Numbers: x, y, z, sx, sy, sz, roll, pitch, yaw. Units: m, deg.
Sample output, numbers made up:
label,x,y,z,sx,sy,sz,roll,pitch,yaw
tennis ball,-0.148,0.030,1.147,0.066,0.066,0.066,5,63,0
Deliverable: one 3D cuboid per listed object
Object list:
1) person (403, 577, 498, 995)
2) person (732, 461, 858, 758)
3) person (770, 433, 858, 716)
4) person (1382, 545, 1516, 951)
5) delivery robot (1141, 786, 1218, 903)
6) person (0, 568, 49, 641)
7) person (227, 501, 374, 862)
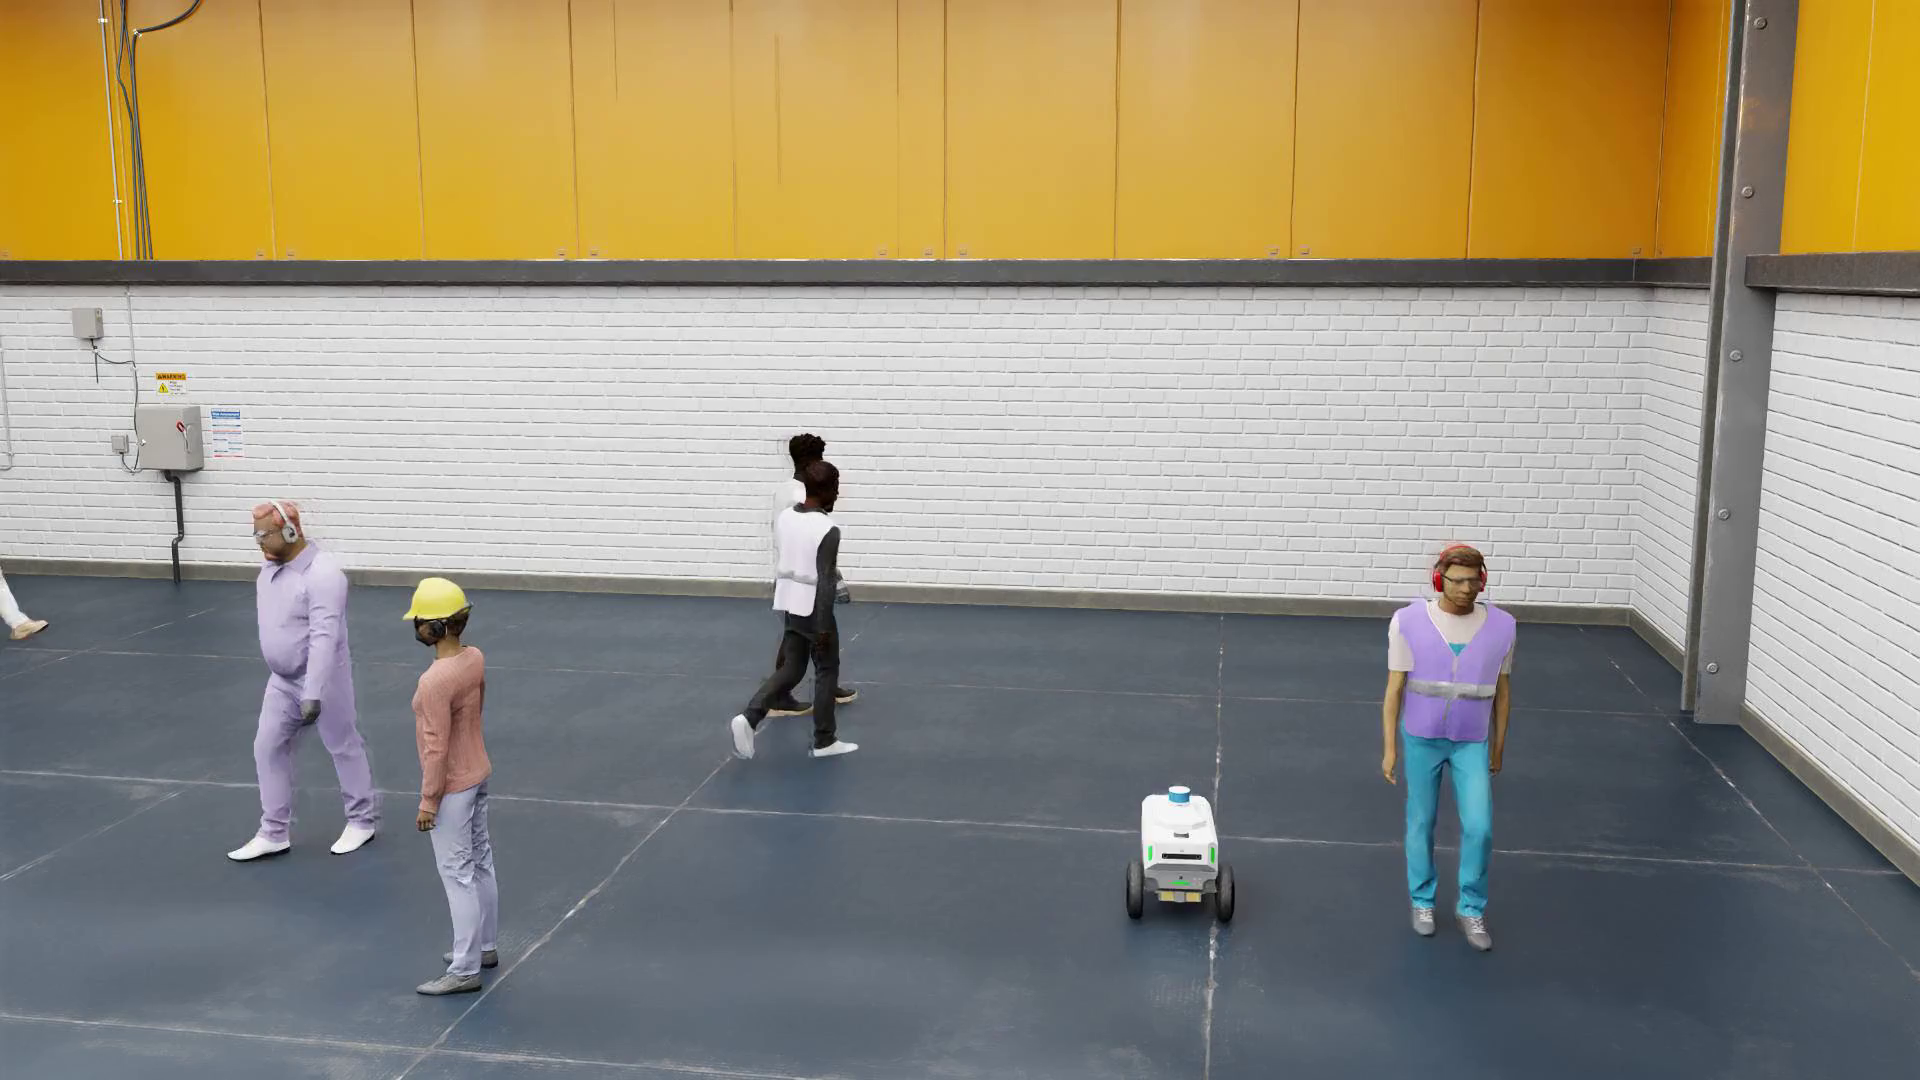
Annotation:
label,x,y,z,sx,sy,sz,roll,pitch,yaw
person,-2.147,1.027,7.010,0.309,1.769,0.524,1,9,3
person,-1.003,0.457,10.199,0.771,1.889,0.595,-7,12,-39
person,-0.971,0.238,11.355,0.793,1.926,0.609,-3,10,-19
person,2.181,0.928,7.454,0.592,1.824,0.613,1,9,7
delivery robot,1.048,1.426,7.980,0.477,0.478,0.707,1,9,5
person,-7.999,-0.028,13.430,0.972,1.791,0.623,0,9,-3
person,-3.398,0.731,8.495,0.679,1.863,0.810,6,11,33
